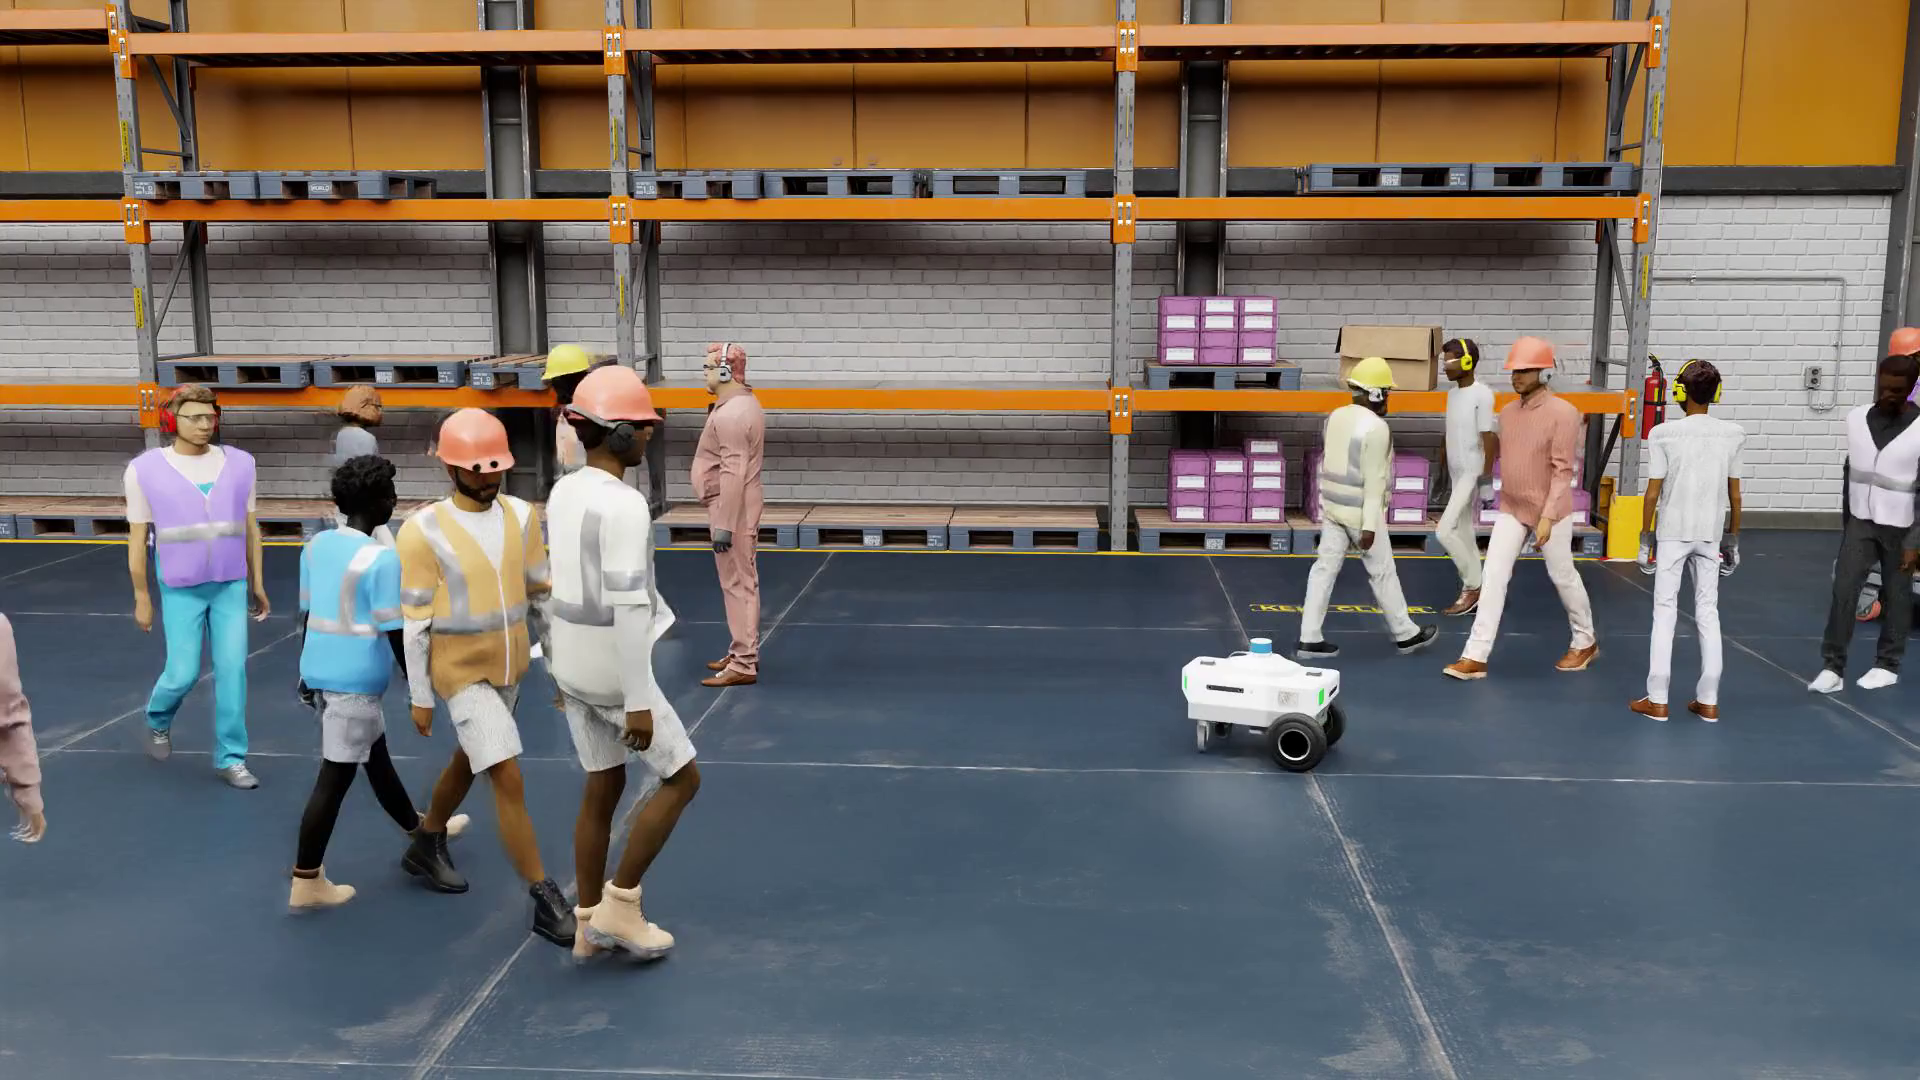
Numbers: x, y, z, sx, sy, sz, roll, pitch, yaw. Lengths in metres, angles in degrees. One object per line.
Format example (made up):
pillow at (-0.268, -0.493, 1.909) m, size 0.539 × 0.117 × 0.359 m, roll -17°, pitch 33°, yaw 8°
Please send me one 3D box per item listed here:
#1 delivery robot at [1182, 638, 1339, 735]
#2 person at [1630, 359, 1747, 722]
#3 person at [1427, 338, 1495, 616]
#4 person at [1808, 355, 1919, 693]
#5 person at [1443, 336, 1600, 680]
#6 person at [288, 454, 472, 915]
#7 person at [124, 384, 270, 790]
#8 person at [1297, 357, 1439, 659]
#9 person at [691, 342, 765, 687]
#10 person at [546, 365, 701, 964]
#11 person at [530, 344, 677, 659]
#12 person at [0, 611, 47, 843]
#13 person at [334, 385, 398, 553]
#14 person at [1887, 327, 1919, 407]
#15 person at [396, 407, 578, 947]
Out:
delivery robot at (1.427, 0.713, 7.935) m, size 0.707 × 0.478 × 0.477 m, roll 4°, pitch 11°, yaw 24°
person at (3.739, 0.008, 8.529) m, size 0.509 × 1.860 × 0.317 m, roll 0°, pitch 10°, yaw 2°
person at (3.312, -0.403, 10.961) m, size 0.453 × 1.840 × 0.529 m, roll -1°, pitch 10°, yaw -8°
person at (4.956, -0.064, 8.941) m, size 0.835 × 1.858 × 0.605 m, roll -6°, pitch 12°, yaw -33°
person at (3.260, -0.177, 9.399) m, size 1.074 × 1.943 × 0.612 m, roll -6°, pitch 11°, yaw -30°
person at (-2.178, 0.511, 6.182) m, size 0.544 × 1.649 × 0.861 m, roll 9°, pitch 13°, yaw 42°
person at (-3.447, 0.201, 7.501) m, size 0.645 × 1.825 × 0.570 m, roll 9°, pitch 13°, yaw 42°
person at (2.409, -0.184, 9.842) m, size 0.912 × 1.780 × 0.609 m, roll -4°, pitch 10°, yaw -21°
person at (-1.289, -0.143, 9.274) m, size 0.407 × 1.908 × 0.642 m, roll 0°, pitch 10°, yaw -1°
person at (-1.130, 0.434, 5.543) m, size 0.470 × 2.022 × 0.634 m, roll -7°, pitch 12°, yaw -36°
person at (-2.175, -0.247, 9.997) m, size 0.996 × 1.874 × 0.584 m, roll -8°, pitch 13°, yaw -40°
person at (-2.744, 0.744, 4.497) m, size 0.449 × 1.751 × 0.547 m, roll 5°, pitch 11°, yaw 28°
person at (-3.542, -0.123, 9.996) m, size 0.541 × 1.606 × 0.519 m, roll -8°, pitch 13°, yaw -40°
person at (6.774, -0.548, 11.699) m, size 0.626 × 1.889 × 0.565 m, roll 2°, pitch 10°, yaw 9°
person at (-1.722, 0.447, 5.929) m, size 1.053 × 1.874 × 0.569 m, roll 7°, pitch 12°, yaw 34°
